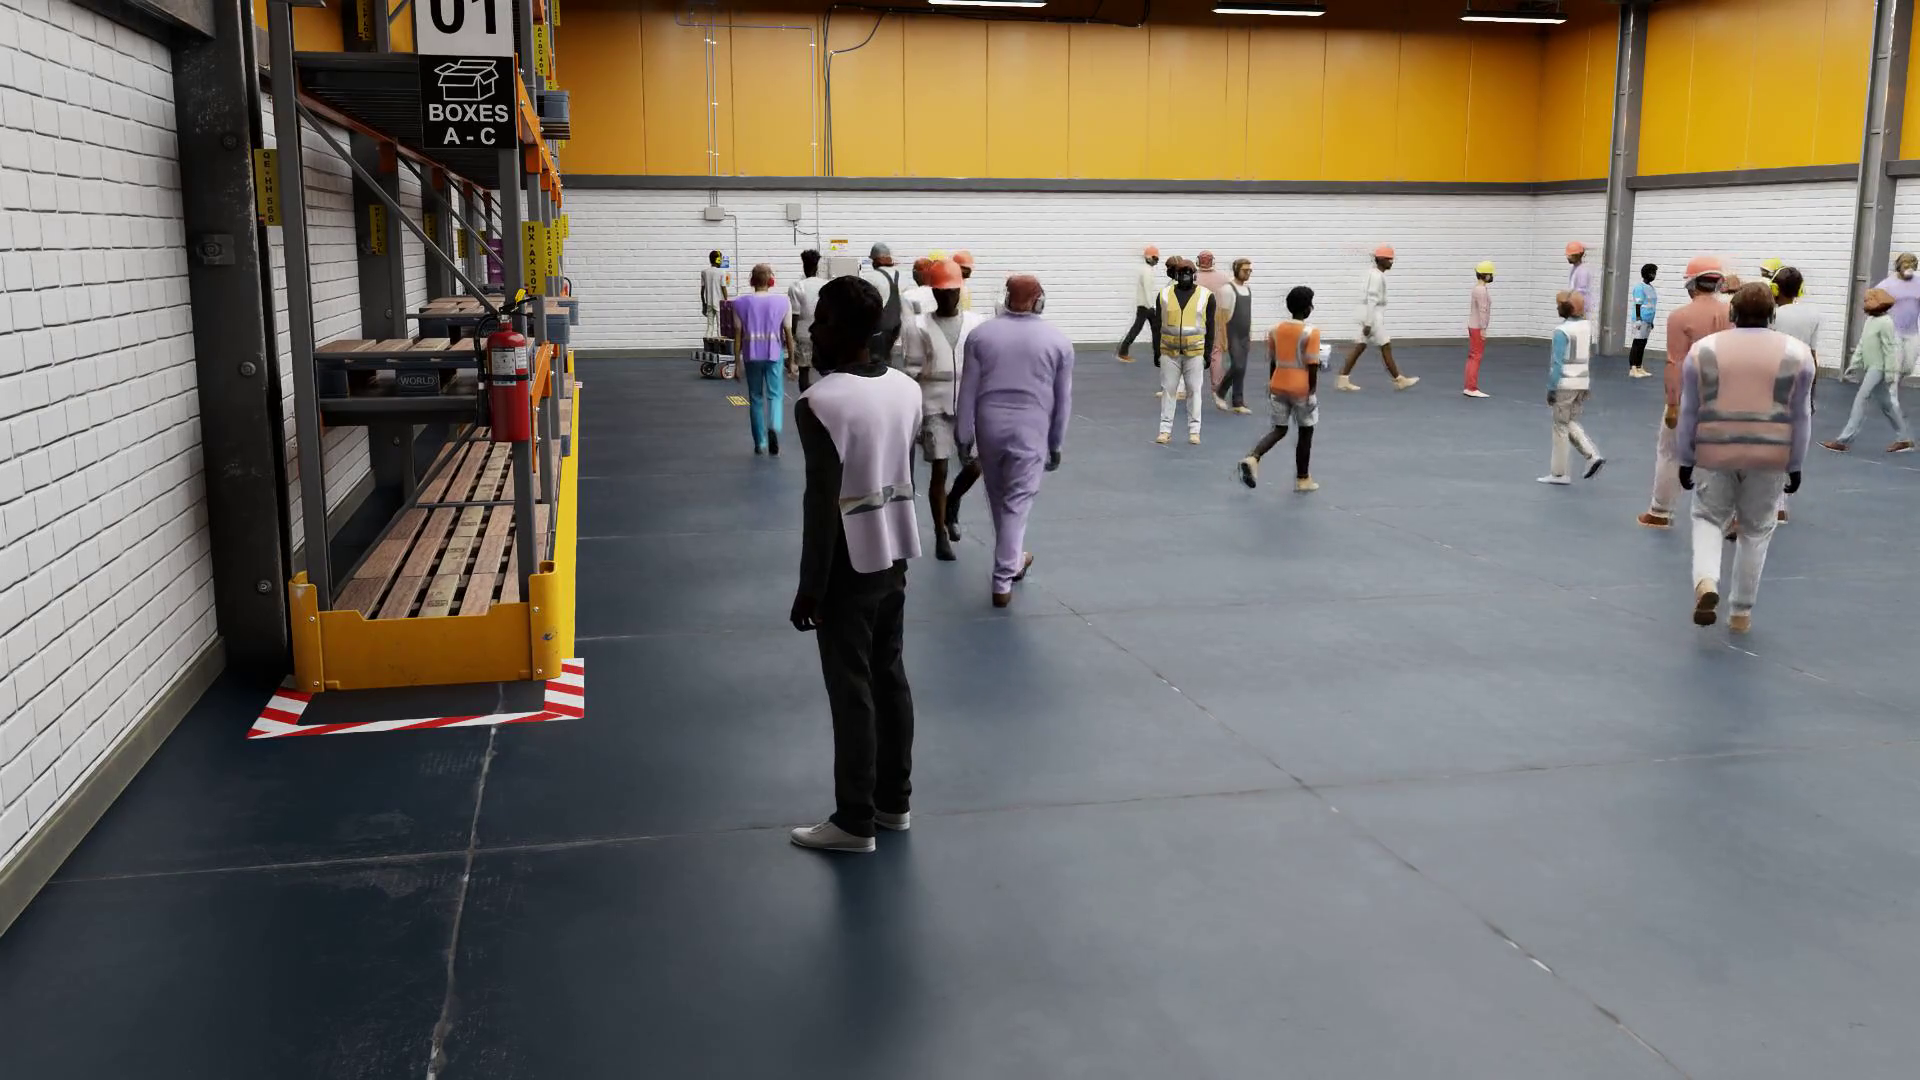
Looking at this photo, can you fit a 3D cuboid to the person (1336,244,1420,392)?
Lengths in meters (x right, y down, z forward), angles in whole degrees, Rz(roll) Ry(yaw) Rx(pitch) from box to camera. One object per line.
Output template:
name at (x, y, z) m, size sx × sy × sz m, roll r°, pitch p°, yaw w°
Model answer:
person at (5.592, -2.954, 22.259) m, size 1.088 × 1.968 × 0.623 m, roll 1°, pitch 10°, yaw 6°

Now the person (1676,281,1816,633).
person at (4.011, -0.407, 8.542) m, size 0.623 × 1.833 × 0.546 m, roll 5°, pitch 11°, yaw 26°

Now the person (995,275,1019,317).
person at (0.666, -2.420, 20.301) m, size 0.526 × 1.614 × 0.428 m, roll -3°, pitch 11°, yaw -16°

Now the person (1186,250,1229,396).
person at (3.120, -2.740, 21.260) m, size 0.639 × 1.910 × 0.407 m, roll -1°, pitch 10°, yaw -4°

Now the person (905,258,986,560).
person at (-0.075, -0.845, 10.716) m, size 0.575 × 1.921 × 0.528 m, roll -3°, pitch 11°, yaw -15°

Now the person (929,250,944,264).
person at (-0.278, -3.676, 26.498) m, size 0.937 × 1.892 × 0.598 m, roll -3°, pitch 11°, yaw -14°

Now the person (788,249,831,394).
person at (-1.635, -2.312, 18.798) m, size 0.608 × 1.946 × 0.755 m, roll -5°, pitch 11°, yaw -26°

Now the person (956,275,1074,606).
person at (0.329, -0.592, 9.565) m, size 0.653 × 1.834 × 0.990 m, roll 3°, pitch 11°, yaw 14°

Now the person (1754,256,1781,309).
person at (10.806, -2.890, 22.317) m, size 0.404 × 1.832 × 0.598 m, roll -1°, pitch 10°, yaw -3°

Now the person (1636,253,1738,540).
person at (5.139, -0.985, 11.426) m, size 0.620 × 1.959 × 0.967 m, roll -3°, pitch 11°, yaw -14°

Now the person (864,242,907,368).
person at (-0.951, -2.714, 20.745) m, size 0.678 × 2.000 × 0.693 m, roll 8°, pitch 13°, yaw 37°

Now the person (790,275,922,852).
person at (-0.338, 0.086, 5.560) m, size 0.391 × 1.921 × 0.590 m, roll 6°, pitch 12°, yaw 30°

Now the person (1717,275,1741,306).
person at (9.937, -2.630, 21.520) m, size 0.518 × 1.582 × 0.848 m, roll -2°, pitch 10°, yaw -10°

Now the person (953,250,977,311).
person at (-0.049, -2.401, 19.339) m, size 0.538 × 1.918 × 0.560 m, roll 5°, pitch 11°, yaw 25°

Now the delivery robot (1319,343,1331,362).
delivery robot at (5.385, -2.933, 25.814) m, size 0.707 × 0.478 × 0.477 m, roll 0°, pitch 10°, yaw 3°

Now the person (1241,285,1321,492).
person at (2.617, -1.195, 13.335) m, size 0.670 × 1.681 × 0.543 m, roll -7°, pitch 13°, yaw -35°

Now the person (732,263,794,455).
person at (-1.848, -1.683, 15.653) m, size 0.569 × 1.823 × 0.720 m, roll -1°, pitch 10°, yaw -6°

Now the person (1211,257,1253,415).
person at (3.233, -2.363, 19.361) m, size 0.533 × 1.836 × 0.417 m, roll -10°, pitch 14°, yaw -43°

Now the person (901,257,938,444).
person at (-0.324, -1.852, 16.445) m, size 0.580 × 1.868 × 0.511 m, roll -6°, pitch 12°, yaw -29°

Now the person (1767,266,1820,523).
person at (5.914, -1.067, 12.176) m, size 0.514 × 1.848 × 0.713 m, roll -2°, pitch 10°, yaw -10°

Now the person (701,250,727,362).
person at (-4.093, -3.904, 27.834) m, size 0.513 × 1.863 × 0.335 m, roll 5°, pitch 11°, yaw 25°

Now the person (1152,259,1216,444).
person at (2.235, -1.881, 16.678) m, size 0.627 × 1.846 × 0.429 m, roll 3°, pitch 11°, yaw 14°

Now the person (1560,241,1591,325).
person at (9.476, -3.585, 25.627) m, size 0.457 × 2.018 × 0.606 m, roll 0°, pitch 10°, yaw 1°

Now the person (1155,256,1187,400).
person at (2.756, -2.716, 21.326) m, size 0.429 × 1.838 × 0.621 m, roll -3°, pitch 11°, yaw -14°

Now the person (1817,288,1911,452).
person at (8.783, -1.621, 15.982) m, size 0.864 × 1.574 × 0.495 m, roll 2°, pitch 11°, yaw 13°

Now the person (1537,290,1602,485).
person at (5.078, -1.258, 13.801) m, size 0.533 × 1.625 × 0.414 m, roll -9°, pitch 13°, yaw -40°

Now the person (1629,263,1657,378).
person at (10.144, -3.250, 24.674) m, size 0.319 × 1.695 × 0.533 m, roll 10°, pitch 14°, yaw 43°

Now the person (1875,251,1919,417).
person at (10.891, -2.396, 19.350) m, size 0.631 × 1.912 × 0.759 m, roll 0°, pitch 10°, yaw 2°

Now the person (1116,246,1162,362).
person at (3.108, -3.920, 27.716) m, size 1.048 × 1.942 × 0.651 m, roll 2°, pitch 10°, yaw 11°

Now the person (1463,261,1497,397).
person at (6.786, -2.742, 21.663) m, size 0.326 × 1.767 × 0.533 m, roll 1°, pitch 10°, yaw 7°
